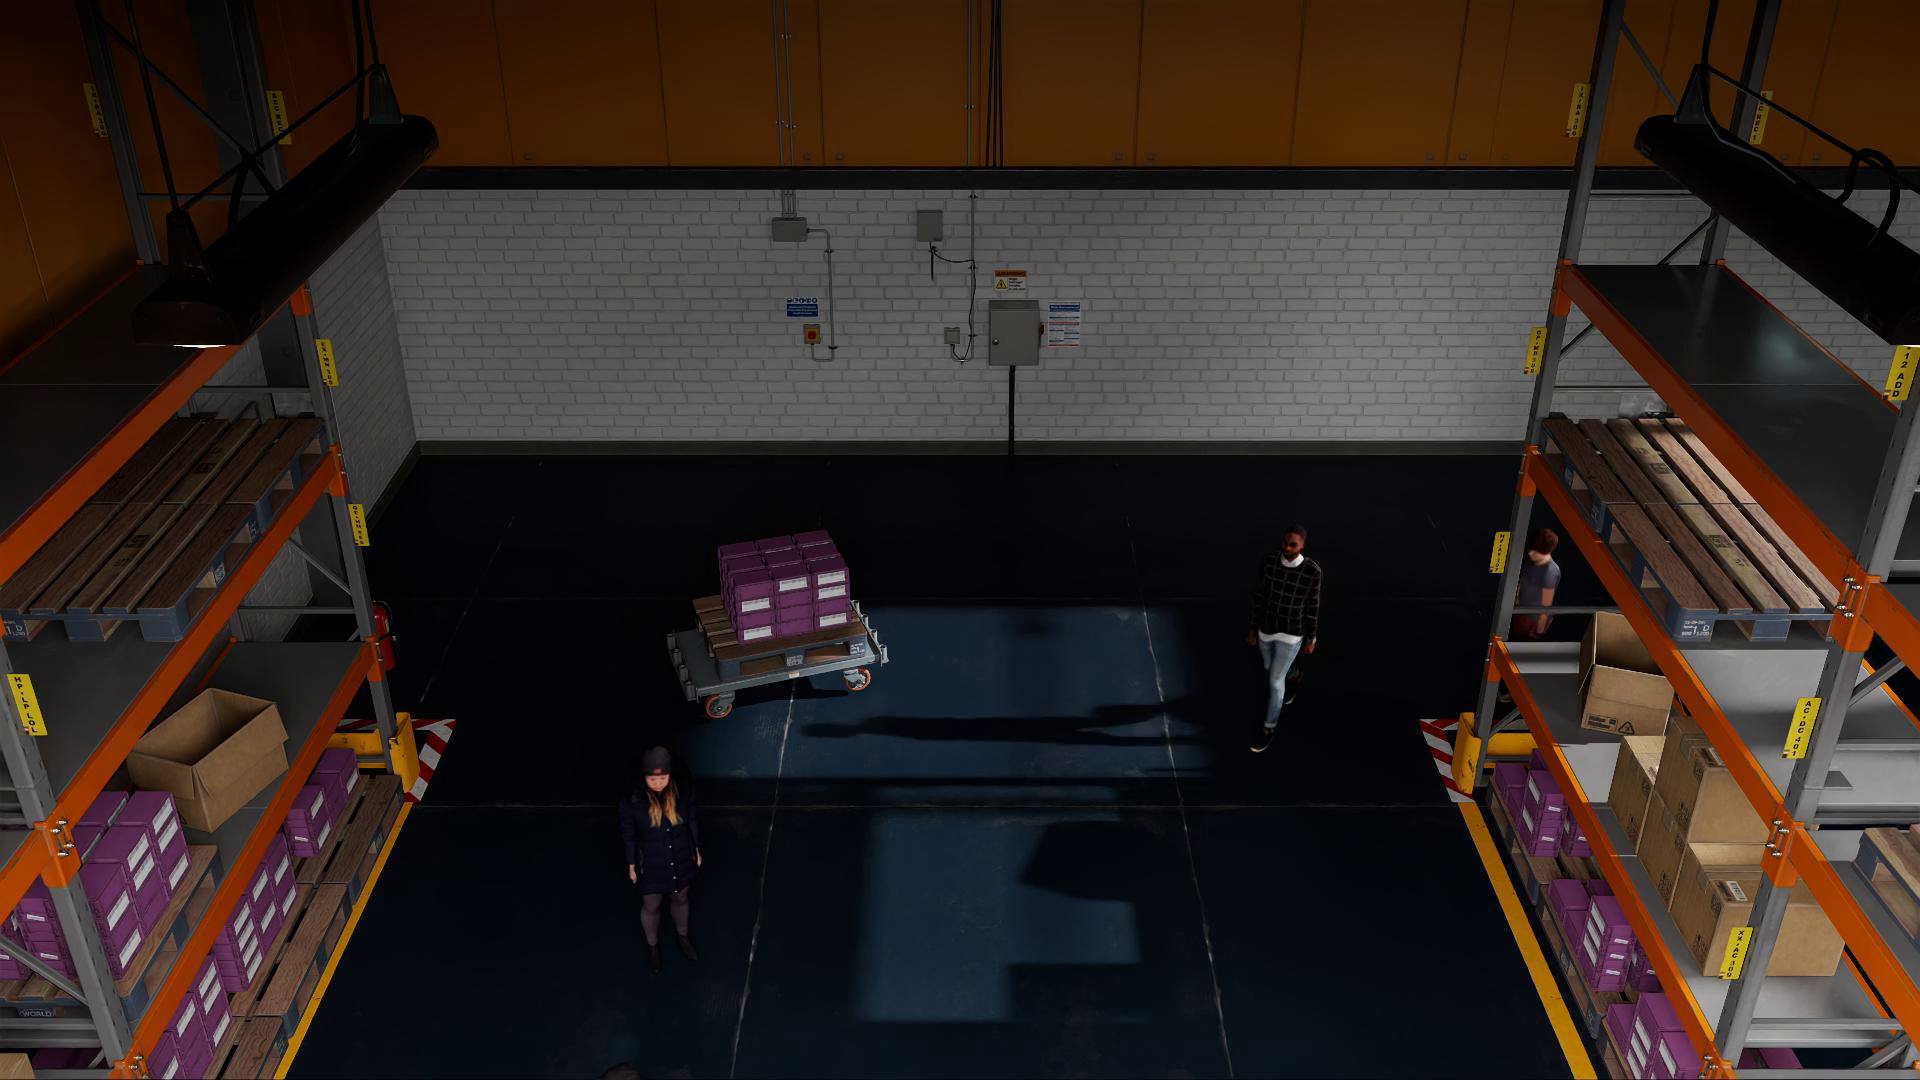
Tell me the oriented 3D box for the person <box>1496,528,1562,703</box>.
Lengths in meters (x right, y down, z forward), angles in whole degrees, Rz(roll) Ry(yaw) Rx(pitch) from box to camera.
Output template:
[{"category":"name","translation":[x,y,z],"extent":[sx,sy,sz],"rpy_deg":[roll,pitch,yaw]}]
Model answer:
[{"category":"person","translation":[4.551,0.627,12.986],"extent":[0.702,1.636,0.644],"rpy_deg":[2,29,4]}]

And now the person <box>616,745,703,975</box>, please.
[{"category":"person","translation":[-1.876,1.975,10.477],"extent":[0.770,1.673,0.780],"rpy_deg":[-13,31,-22]}]

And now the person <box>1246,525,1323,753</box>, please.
[{"category":"person","translation":[2.504,0.662,12.767],"extent":[1.115,1.785,1.272],"rpy_deg":[20,34,32]}]
